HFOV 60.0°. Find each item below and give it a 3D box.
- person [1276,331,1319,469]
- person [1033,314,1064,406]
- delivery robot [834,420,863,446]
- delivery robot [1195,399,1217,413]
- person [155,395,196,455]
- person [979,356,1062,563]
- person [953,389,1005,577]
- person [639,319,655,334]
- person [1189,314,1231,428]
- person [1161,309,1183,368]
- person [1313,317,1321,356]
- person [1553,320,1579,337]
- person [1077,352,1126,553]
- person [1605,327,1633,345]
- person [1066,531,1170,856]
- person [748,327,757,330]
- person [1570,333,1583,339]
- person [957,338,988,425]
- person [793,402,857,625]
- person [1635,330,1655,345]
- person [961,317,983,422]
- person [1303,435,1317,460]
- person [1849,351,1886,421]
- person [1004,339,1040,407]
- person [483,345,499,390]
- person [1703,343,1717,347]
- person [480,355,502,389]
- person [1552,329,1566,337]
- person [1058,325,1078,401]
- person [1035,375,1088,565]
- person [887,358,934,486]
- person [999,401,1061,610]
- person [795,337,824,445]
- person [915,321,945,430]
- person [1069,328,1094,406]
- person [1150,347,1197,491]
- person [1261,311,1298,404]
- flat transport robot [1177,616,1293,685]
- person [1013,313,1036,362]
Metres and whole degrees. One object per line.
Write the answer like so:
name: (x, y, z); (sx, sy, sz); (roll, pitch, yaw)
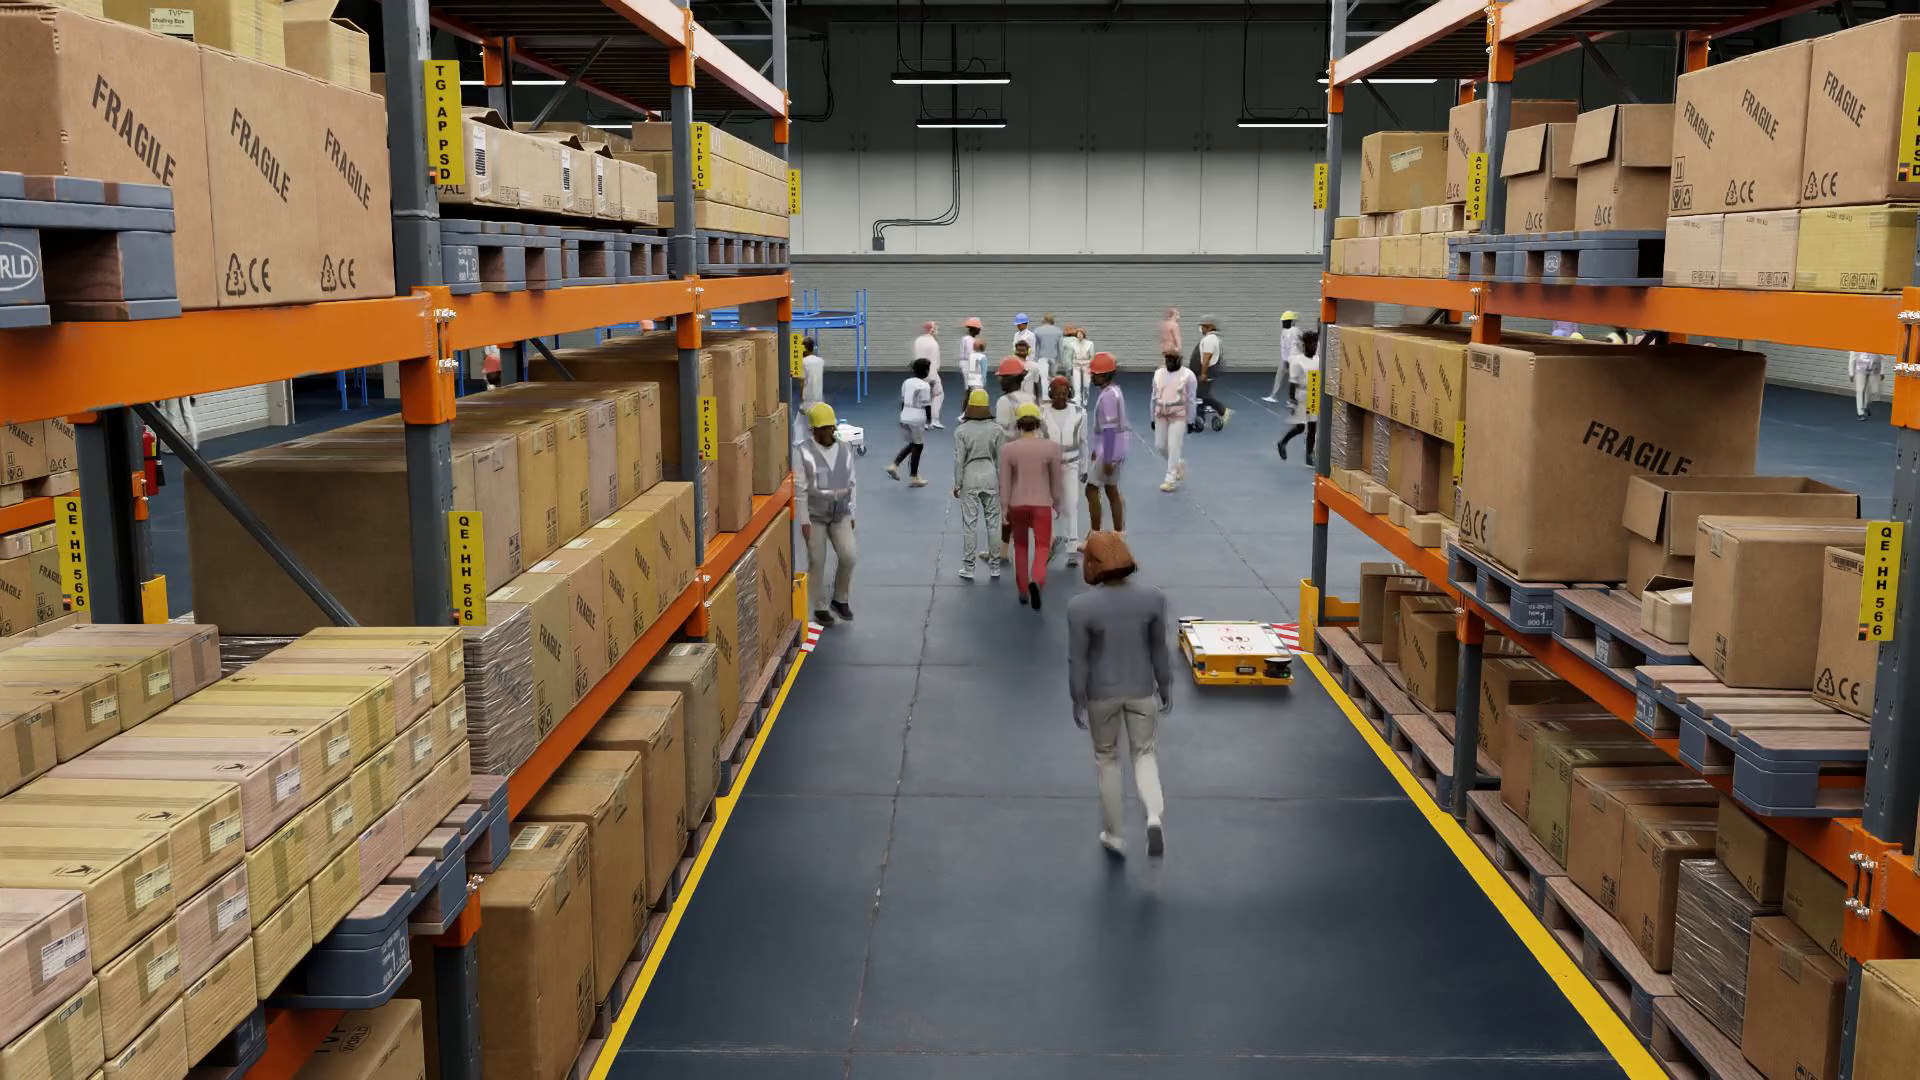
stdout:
person: (4.866, -2.008, 23.667); (0.604, 1.946, 0.690); (-7, 12, -35)
person: (1.775, -3.668, 33.880); (0.677, 1.871, 1.101); (-1, 10, -7)
delivery robot: (-1.755, -1.568, 25.024); (0.477, 0.478, 0.707); (5, 11, 28)
delivery robot: (4.169, -2.342, 28.887); (0.335, 0.223, 0.698); (-5, 11, -30)
person: (-11.909, -2.265, 25.257); (0.375, 1.927, 0.591); (7, 12, 35)
person: (0.594, -0.751, 15.938); (0.854, 2.020, 0.615); (5, 11, 28)
person: (0.172, -0.525, 15.379); (0.485, 1.745, 0.296); (-2, 10, -12)
person: (-5.375, -2.844, 28.615); (0.621, 1.968, 0.854); (-6, 11, -33)
person: (4.364, -2.949, 29.138); (0.699, 2.000, 0.695); (1, 10, 8)
person: (4.849, -4.345, 37.950); (1.012, 1.858, 0.664); (-2, 10, -11)
person: (7.052, -3.426, 32.419); (0.584, 1.863, 1.021); (7, 12, 38)
person: (15.429, -5.108, 42.342); (0.639, 1.911, 0.402); (8, 13, 41)
person: (1.416, -0.880, 16.688); (0.562, 2.019, 0.717); (2, 10, 12)
person: (12.774, -3.346, 32.143); (0.629, 1.794, 0.953); (-5, 11, -26)
person: (0.788, 0.766, 8.016); (0.548, 1.611, 0.545); (-2, 10, -9)
person: (-3.239, -2.411, 26.218); (0.577, 1.905, 0.753); (0, 9, -2)
person: (9.953, -2.470, 26.961); (0.324, 1.767, 0.533); (9, 13, 43)
person: (0.240, -2.665, 28.574); (0.607, 1.615, 0.551); (-5, 11, -28)
person: (-1.069, -0.203, 13.290); (0.598, 1.799, 0.453); (-6, 11, -31)
person: (13.645, -3.494, 33.092); (0.525, 1.769, 0.322); (8, 13, 41)
person: (0.259, -3.011, 29.744); (0.526, 1.920, 0.613); (0, 9, 2)
person: (5.382, -2.031, 24.134); (0.738, 1.837, 0.672); (2, 10, 9)
person: (16.722, -3.117, 30.672); (0.622, 1.820, 0.414); (2, 10, 13)
person: (0.875, -1.919, 23.459); (0.524, 1.844, 0.876); (2, 10, 13)
person: (-8.416, -2.995, 29.833); (0.317, 1.865, 0.519); (1, 10, 8)
person: (9.819, -1.664, 21.893); (0.575, 1.843, 0.374); (0, 9, 3)
person: (-5.038, -1.059, 18.109); (0.569, 1.887, 0.966); (8, 13, 41)
person: (8.703, -2.115, 24.359); (0.644, 1.918, 0.639); (2, 10, 14)
person: (2.265, -3.721, 34.970); (0.513, 1.586, 0.847); (-9, 13, -43)
person: (0.958, -0.713, 16.300); (0.612, 1.828, 1.004); (-1, 10, -4)
person: (-0.610, -1.532, 21.609); (0.463, 1.678, 0.541); (-6, 11, -31)
person: (0.583, -0.292, 13.966); (0.522, 1.738, 0.716); (1, 10, 7)
person: (-2.205, -2.012, 24.021); (0.543, 1.839, 0.649); (-9, 13, -43)
person: (-0.506, -2.865, 28.995); (0.600, 1.879, 0.636); (-7, 12, -35)
person: (2.410, -3.405, 32.980); (0.518, 1.620, 0.541); (1, 10, 5)
person: (2.750, -1.568, 21.382); (0.640, 1.824, 0.670); (7, 12, 36)
person: (6.601, -3.717, 34.030); (0.871, 1.893, 0.612); (-3, 10, -17)
flat transport robot: (1.969, 0.790, 12.030); (0.652, 0.197, 1.431); (0, 9, 2)
person: (1.185, -3.311, 31.468); (0.391, 1.944, 0.603); (-6, 11, -34)
